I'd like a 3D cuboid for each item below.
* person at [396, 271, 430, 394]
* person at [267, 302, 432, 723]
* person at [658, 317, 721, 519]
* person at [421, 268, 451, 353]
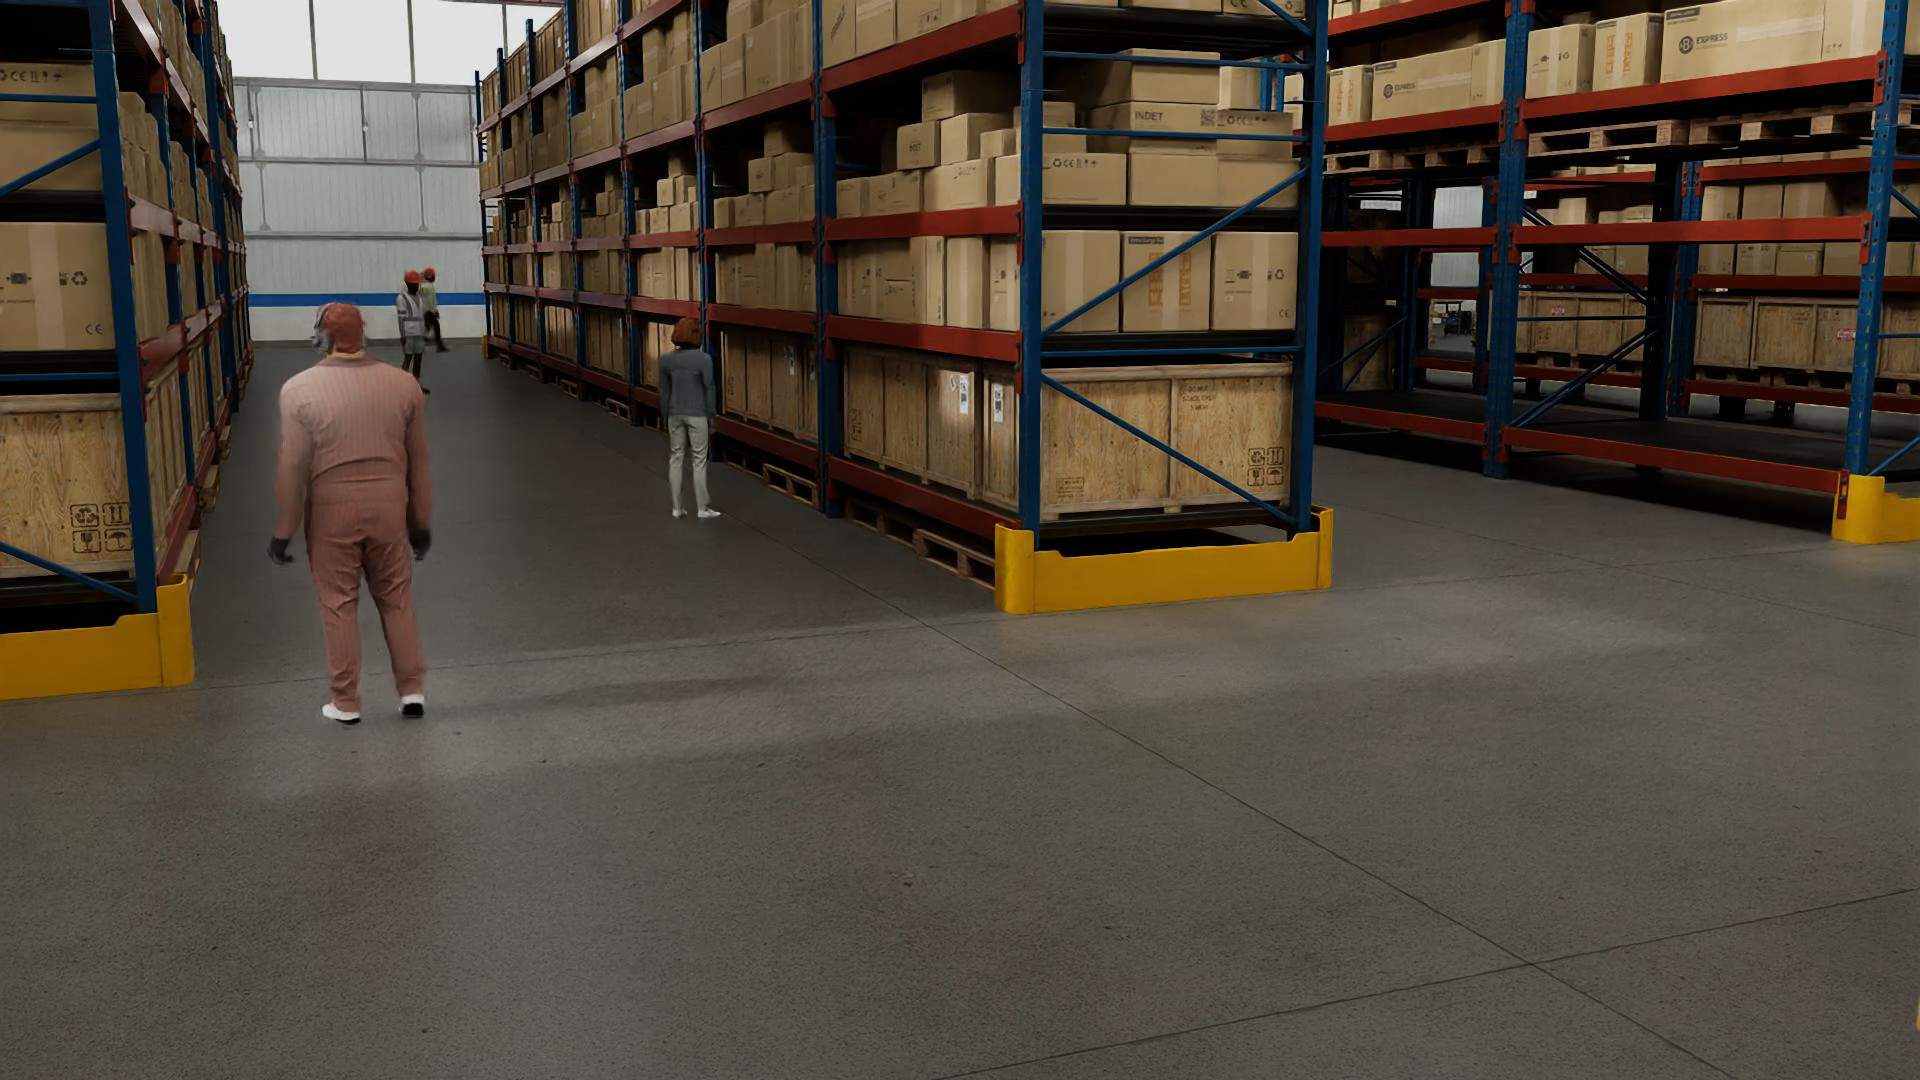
[{"bbox_3d":[-8.567,-3.246,26.127,0.375,1.935,0.550,5,10,25],"label":"person"},{"bbox_3d":[-2.728,-0.106,7.484,0.684,1.904,0.419,-8,12,-39],"label":"person"},{"bbox_3d":[-2.193,-0.979,13.453,0.498,1.634,0.282,3,10,20],"label":"person"},{"bbox_3d":[-12.177,-5.228,37.940,0.947,1.966,0.611,-5,11,-27],"label":"person"}]
